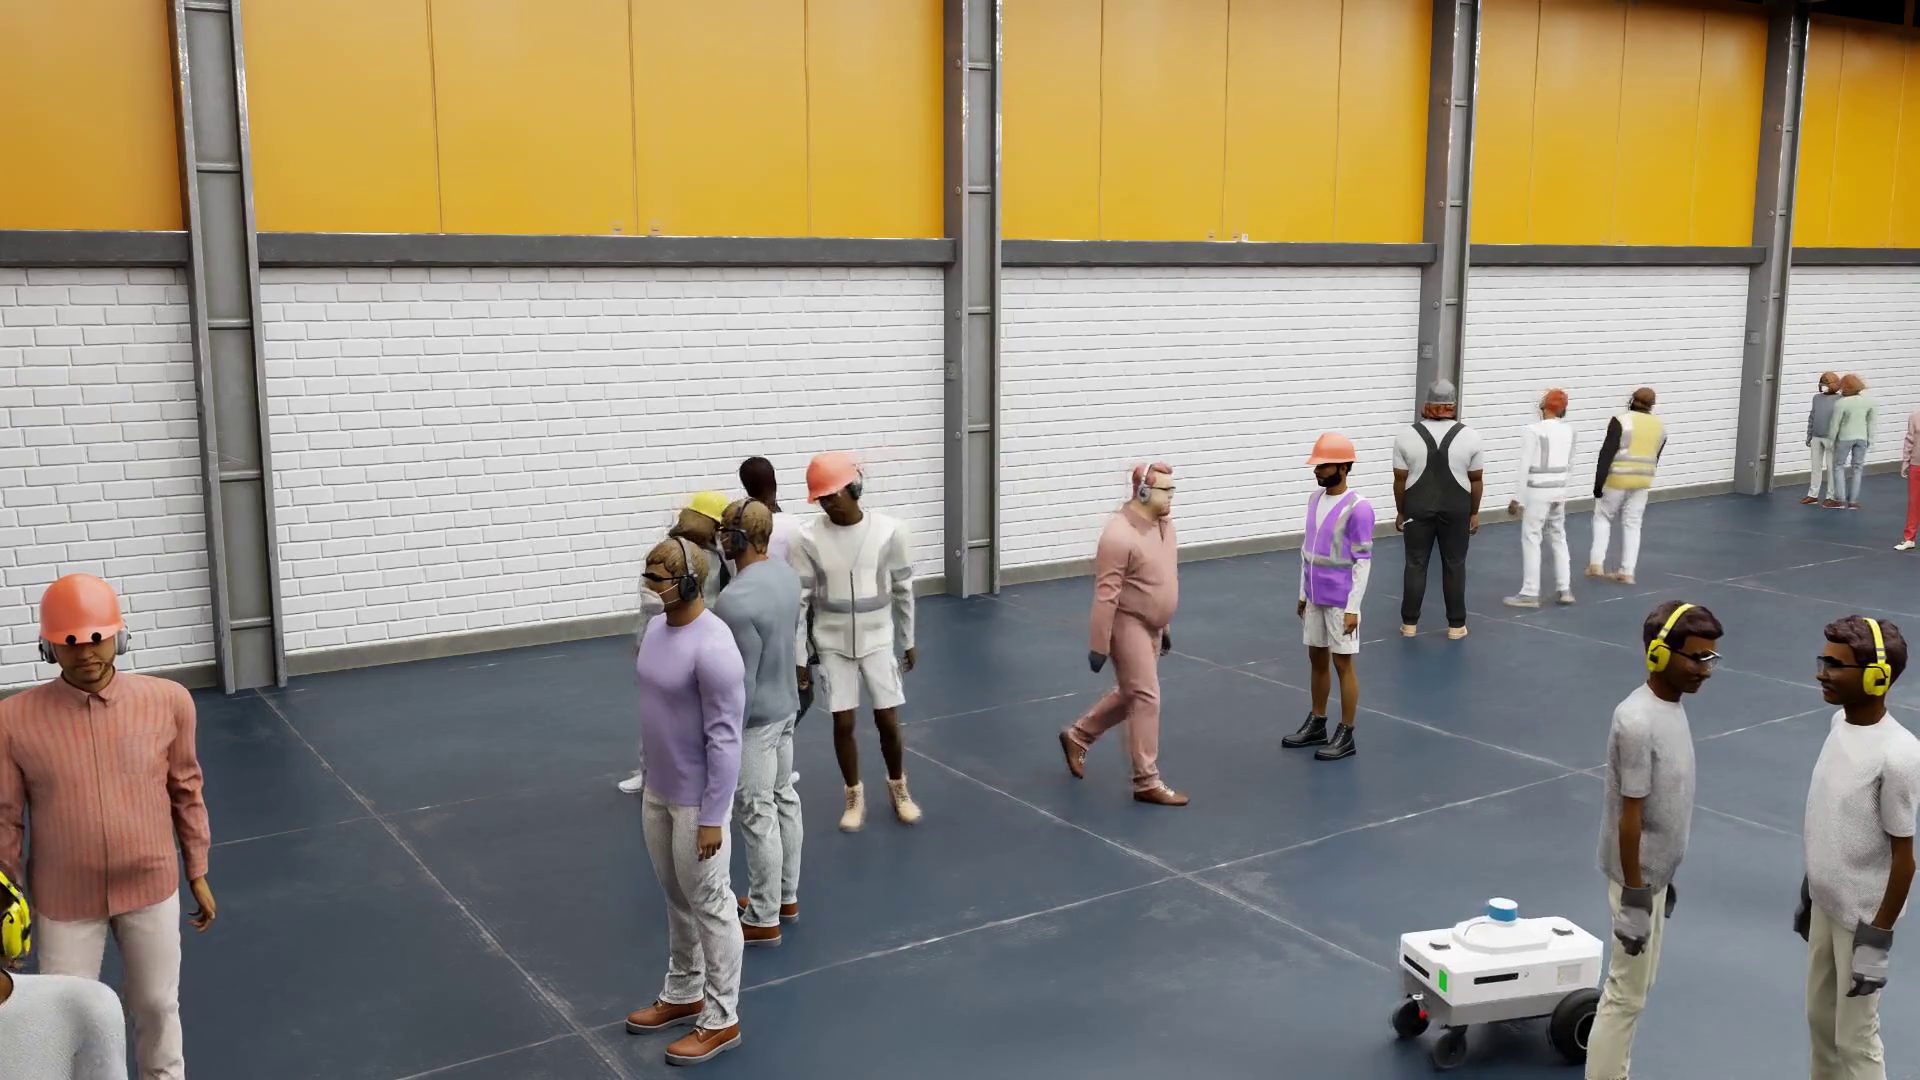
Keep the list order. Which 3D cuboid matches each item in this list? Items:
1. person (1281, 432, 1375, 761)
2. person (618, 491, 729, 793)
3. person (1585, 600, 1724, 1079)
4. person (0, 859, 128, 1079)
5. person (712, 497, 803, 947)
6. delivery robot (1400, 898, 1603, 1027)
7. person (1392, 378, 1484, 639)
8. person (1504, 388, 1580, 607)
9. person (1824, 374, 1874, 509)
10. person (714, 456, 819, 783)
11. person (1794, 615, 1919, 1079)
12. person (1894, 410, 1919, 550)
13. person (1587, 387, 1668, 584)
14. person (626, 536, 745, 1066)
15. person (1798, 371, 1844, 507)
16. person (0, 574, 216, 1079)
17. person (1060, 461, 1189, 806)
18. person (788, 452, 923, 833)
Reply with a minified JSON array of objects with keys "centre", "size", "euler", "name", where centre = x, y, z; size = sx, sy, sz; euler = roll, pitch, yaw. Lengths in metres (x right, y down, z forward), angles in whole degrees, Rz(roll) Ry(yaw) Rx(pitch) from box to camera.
[{"centre":[2.183,0.329,9.837],"size":[0.356,1.939,0.543],"euler":[-5,11,-27],"name":"person"},{"centre":[-1.551,0.573,9.084],"size":[0.673,1.697,0.379],"euler":[-3,10,-19],"name":"person"},{"centre":[2.236,1.106,5.382],"size":[0.329,1.863,0.518],"euler":[6,11,32],"name":"person"},{"centre":[-1.884,1.486,3.203],"size":[0.561,1.816,0.970],"euler":[-1,10,-7],"name":"person"},{"centre":[-0.880,0.776,7.136],"size":[0.370,1.941,0.627],"euler":[3,10,16],"name":"person"},{"centre":[2.007,1.578,6.184],"size":[0.707,0.478,0.477],"euler":[-3,10,-15],"name":"delivery robot"},{"centre":[3.727,-0.249,13.008],"size":[0.684,2.000,0.538],"euler":[3,10,17],"name":"person"},{"centre":[5.010,-0.348,14.162],"size":[0.663,1.865,0.399],"euler":[-5,10,-25],"name":"person"},{"centre":[10.600,-1.157,19.770],"size":[0.549,1.619,0.344],"euler":[-1,9,-3],"name":"person"},{"centre":[-1.037,0.490,9.014],"size":[0.612,1.892,0.589],"euler":[5,10,25],"name":"person"},{"centre":[2.706,1.154,5.104],"size":[0.328,1.861,0.515],"euler":[1,9,4],"name":"person"},{"centre":[9.804,-0.745,16.824],"size":[0.309,1.769,0.525],"euler":[-8,12,-39],"name":"person"},{"centre":[6.125,-0.497,15.272],"size":[0.717,1.800,0.473],"euler":[-1,10,-9],"name":"person"},{"centre":[-1.012,0.943,6.133],"size":[0.372,1.940,0.632],"euler":[-7,12,-35],"name":"person"},{"centre":[10.438,-1.218,20.071],"size":[0.289,1.632,0.497],"euler":[-4,10,-23],"name":"person"},{"centre":[-2.635,1.080,5.134],"size":[0.625,1.992,0.389],"euler":[-7,12,-36],"name":"person"},{"centre":[0.880,0.483,9.094],"size":[0.798,1.881,0.653],"euler":[5,11,28],"name":"person"},{"centre":[-0.548,0.532,8.438],"size":[0.640,1.993,0.532],"euler":[-1,9,-5],"name":"person"}]
